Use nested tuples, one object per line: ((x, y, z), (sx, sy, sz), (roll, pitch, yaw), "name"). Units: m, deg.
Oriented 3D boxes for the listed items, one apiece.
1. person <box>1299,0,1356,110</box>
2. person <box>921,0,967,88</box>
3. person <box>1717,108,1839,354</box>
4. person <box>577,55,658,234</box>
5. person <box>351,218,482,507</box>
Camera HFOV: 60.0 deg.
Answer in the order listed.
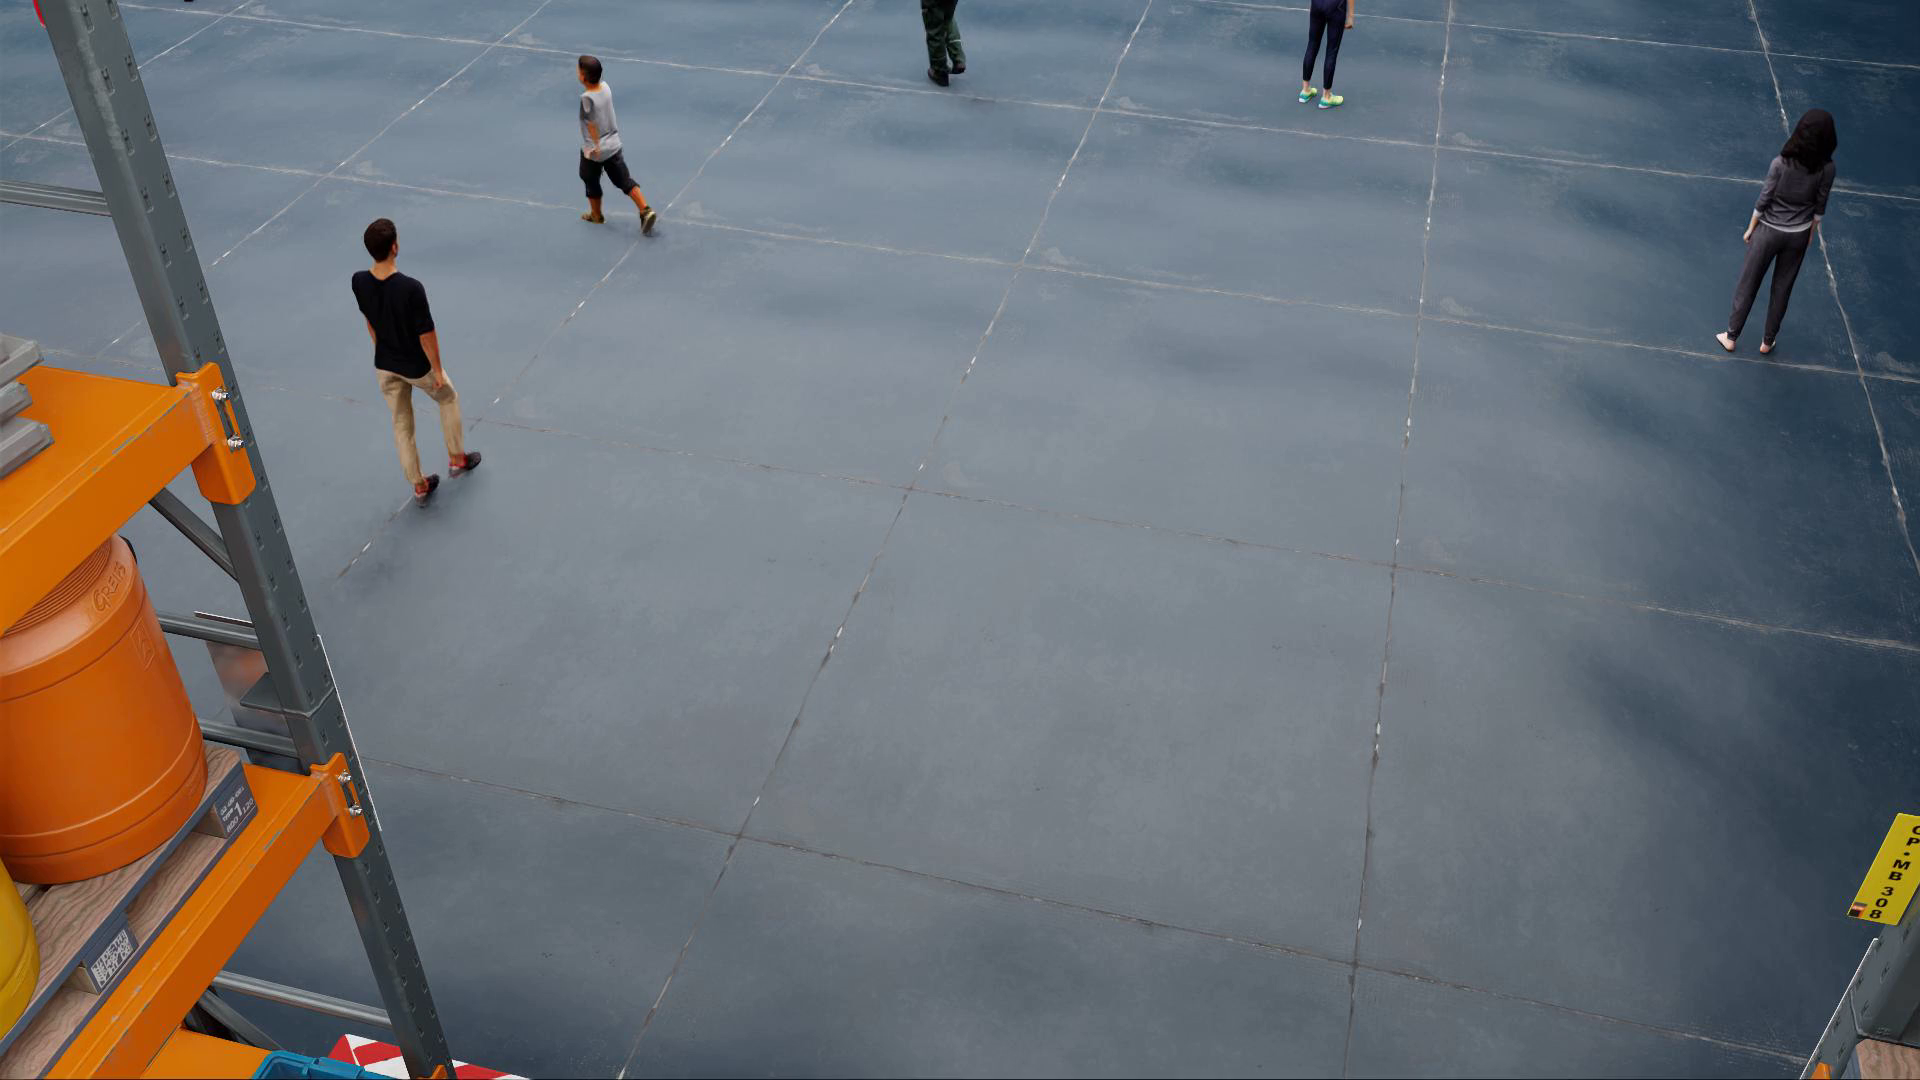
((3.252, -4.677, 14.669), (0.676, 1.703, 0.682), (30, 47, 33), "person")
((-0.133, -4.986, 14.912), (0.847, 1.888, 0.911), (-21, 43, -25), "person")
((5.577, -2.076, 11.293), (0.588, 1.765, 0.504), (9, 39, 11), "person")
((-2.719, -3.083, 12.849), (0.873, 1.434, 0.996), (26, 45, 29), "person")
((-3.314, -0.988, 9.841), (0.698, 1.841, 0.801), (4, 38, 5), "person")
